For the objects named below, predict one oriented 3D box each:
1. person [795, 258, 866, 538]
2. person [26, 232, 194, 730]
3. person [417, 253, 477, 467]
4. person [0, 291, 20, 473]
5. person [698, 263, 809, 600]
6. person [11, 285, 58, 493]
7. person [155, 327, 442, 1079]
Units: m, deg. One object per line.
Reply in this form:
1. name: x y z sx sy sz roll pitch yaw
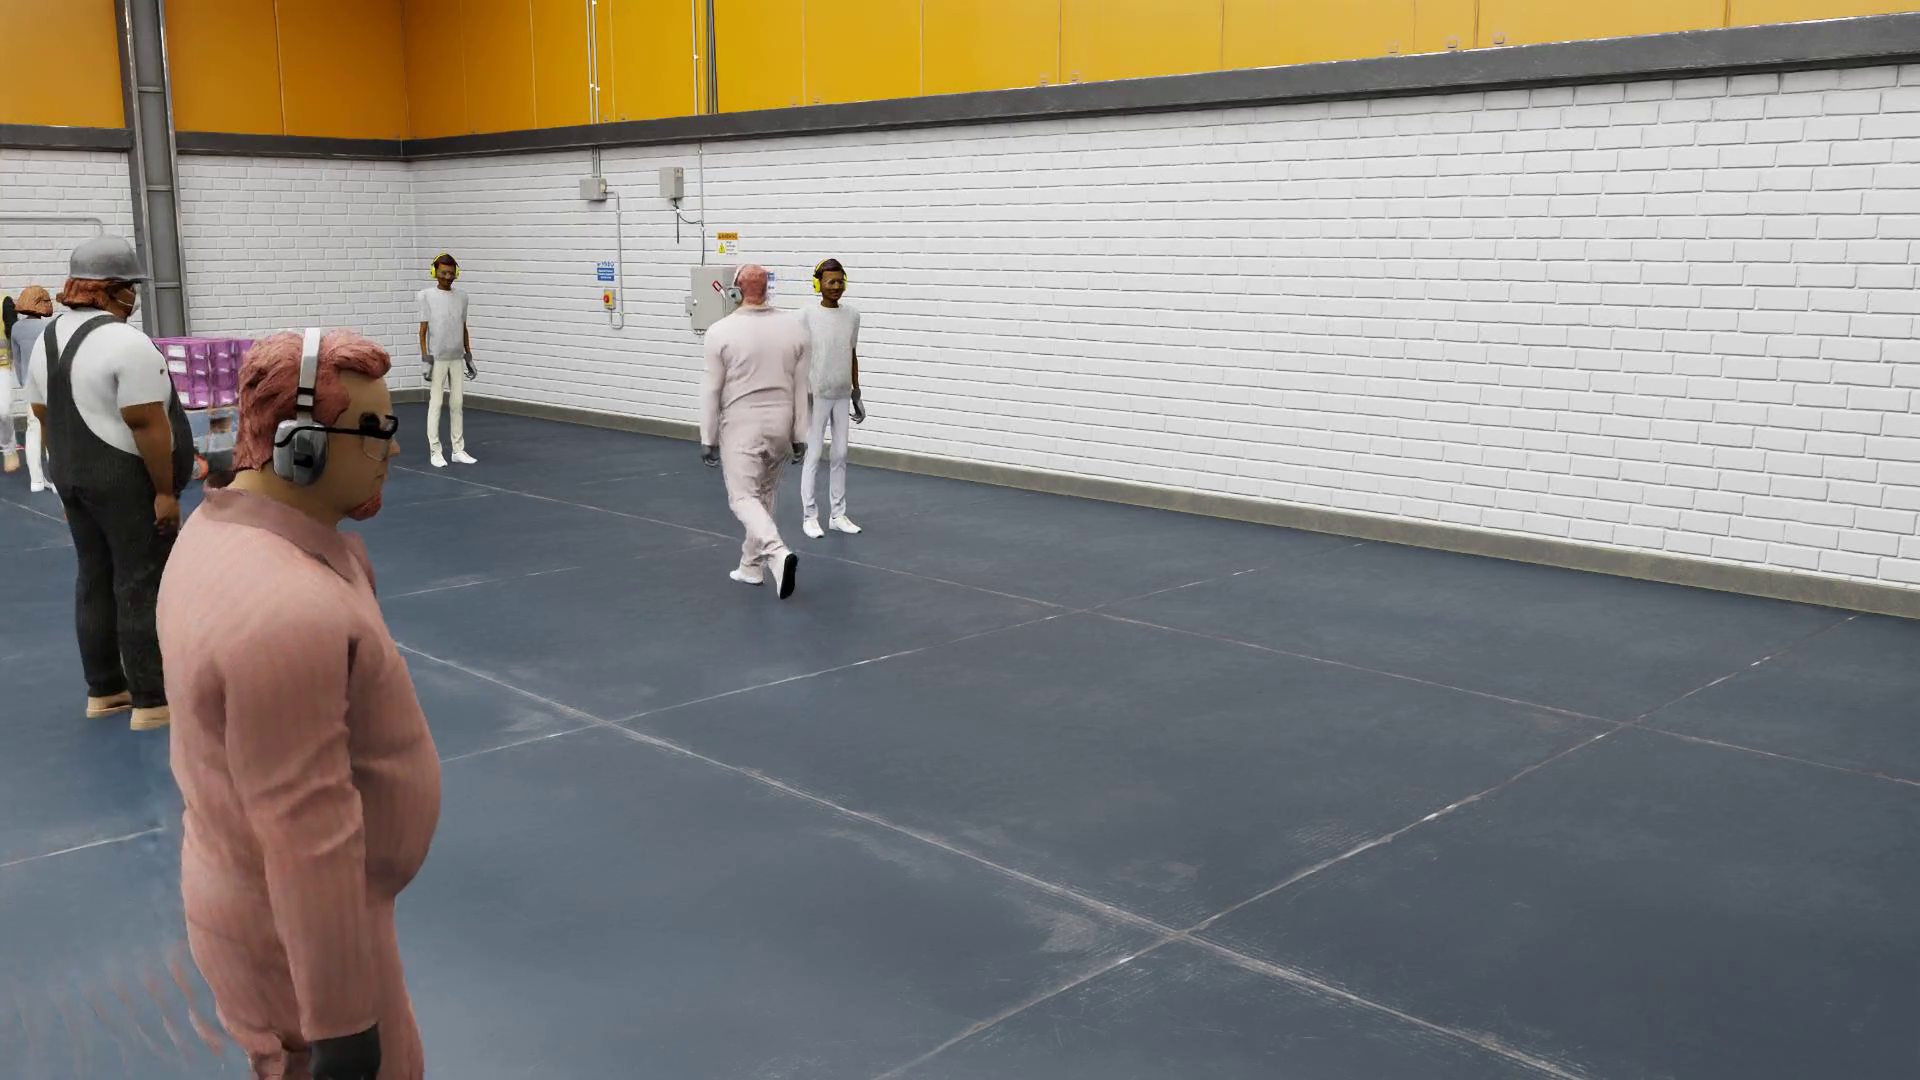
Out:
1. person: -0.869 -0.956 11.225 0.516 1.871 0.325 -7 13 -34
2. person: -3.455 -0.251 6.912 0.689 2.000 0.536 6 12 29
3. person: -4.509 -1.581 14.654 0.327 1.865 0.520 9 14 42
4. person: -8.177 -1.421 13.896 0.683 1.822 0.448 -3 11 -17
5. person: -1.131 -0.610 9.349 0.643 1.876 0.859 -7 13 -35
6. person: -7.221 -1.184 13.112 0.499 1.633 0.286 4 11 21
7. person: -1.055 0.611 2.634 0.487 1.885 0.661 -6 12 -29
